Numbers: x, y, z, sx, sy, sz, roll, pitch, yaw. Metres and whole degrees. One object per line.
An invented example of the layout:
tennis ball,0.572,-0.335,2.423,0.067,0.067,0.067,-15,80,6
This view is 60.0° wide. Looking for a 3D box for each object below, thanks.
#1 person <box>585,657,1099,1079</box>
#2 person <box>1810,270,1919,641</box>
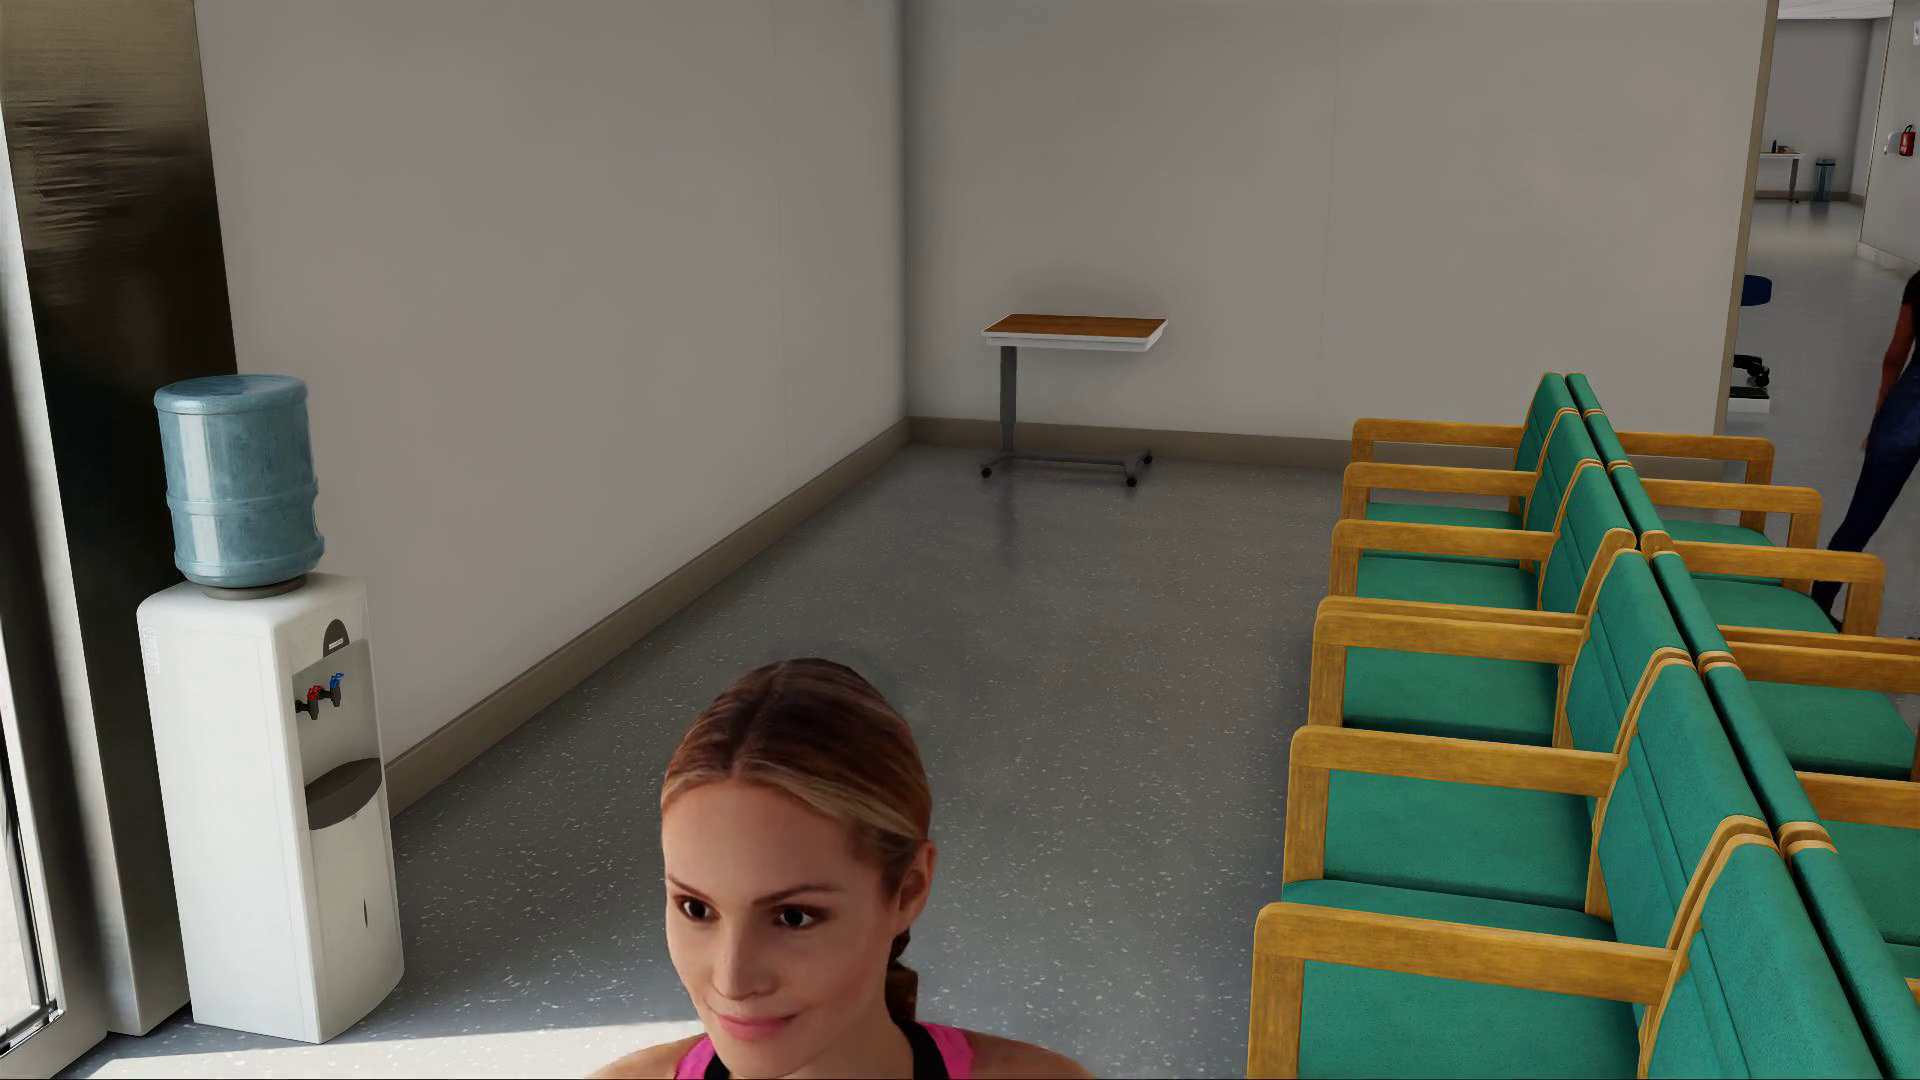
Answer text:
person,-0.048,0.924,1.365,1.059,1.762,0.776,2,16,6
person,3.509,-0.332,5.924,0.732,1.705,0.849,10,19,32
